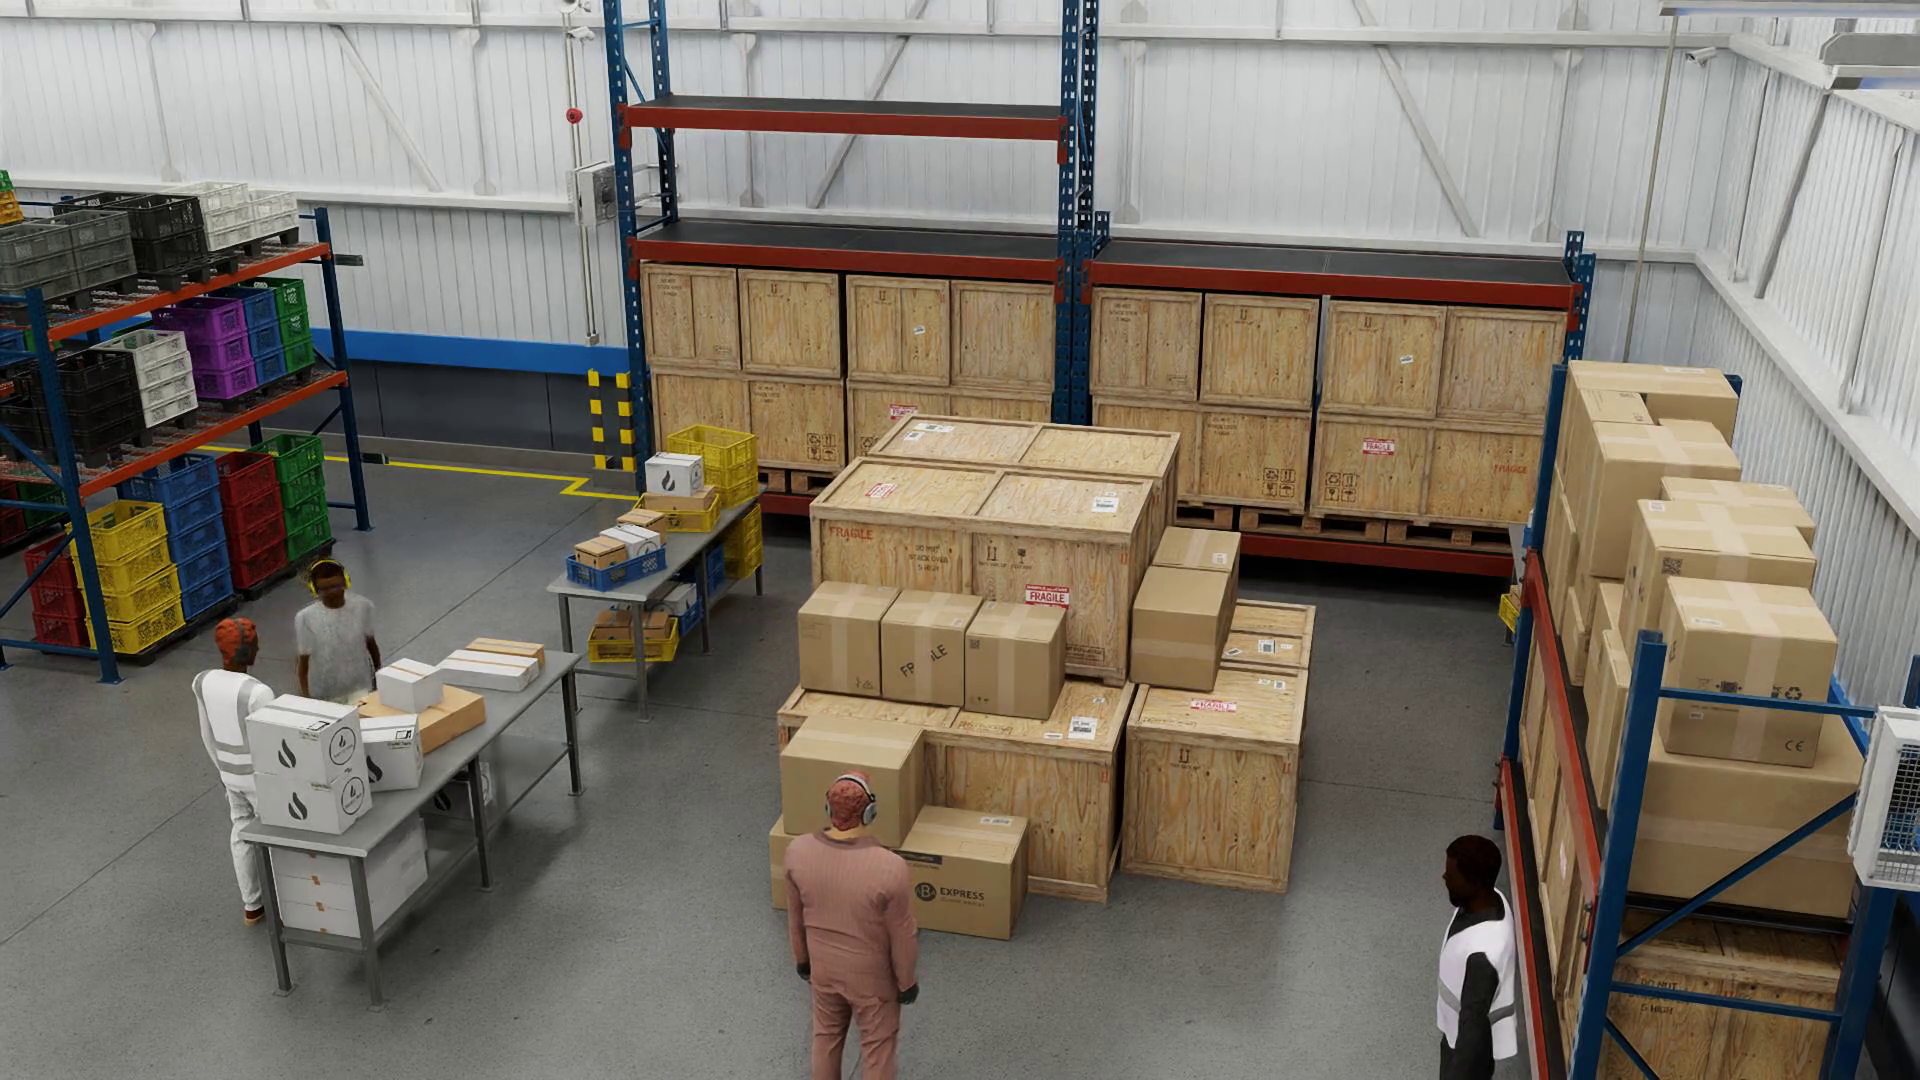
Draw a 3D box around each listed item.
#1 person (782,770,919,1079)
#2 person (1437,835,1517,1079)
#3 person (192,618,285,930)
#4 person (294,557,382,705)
[{"bbox_3d":[-0.481,1.938,7.683,0.647,1.900,0.401,10,23,25],"label":"person"},{"bbox_3d":[2.183,2.132,7.164,0.411,1.907,0.597,6,22,15],"label":"person"},{"bbox_3d":[-3.944,1.319,9.310,0.573,1.887,0.354,10,23,24],"label":"person"},{"bbox_3d":[-3.847,0.955,10.389,0.551,1.807,0.949,-13,25,-31],"label":"person"}]
